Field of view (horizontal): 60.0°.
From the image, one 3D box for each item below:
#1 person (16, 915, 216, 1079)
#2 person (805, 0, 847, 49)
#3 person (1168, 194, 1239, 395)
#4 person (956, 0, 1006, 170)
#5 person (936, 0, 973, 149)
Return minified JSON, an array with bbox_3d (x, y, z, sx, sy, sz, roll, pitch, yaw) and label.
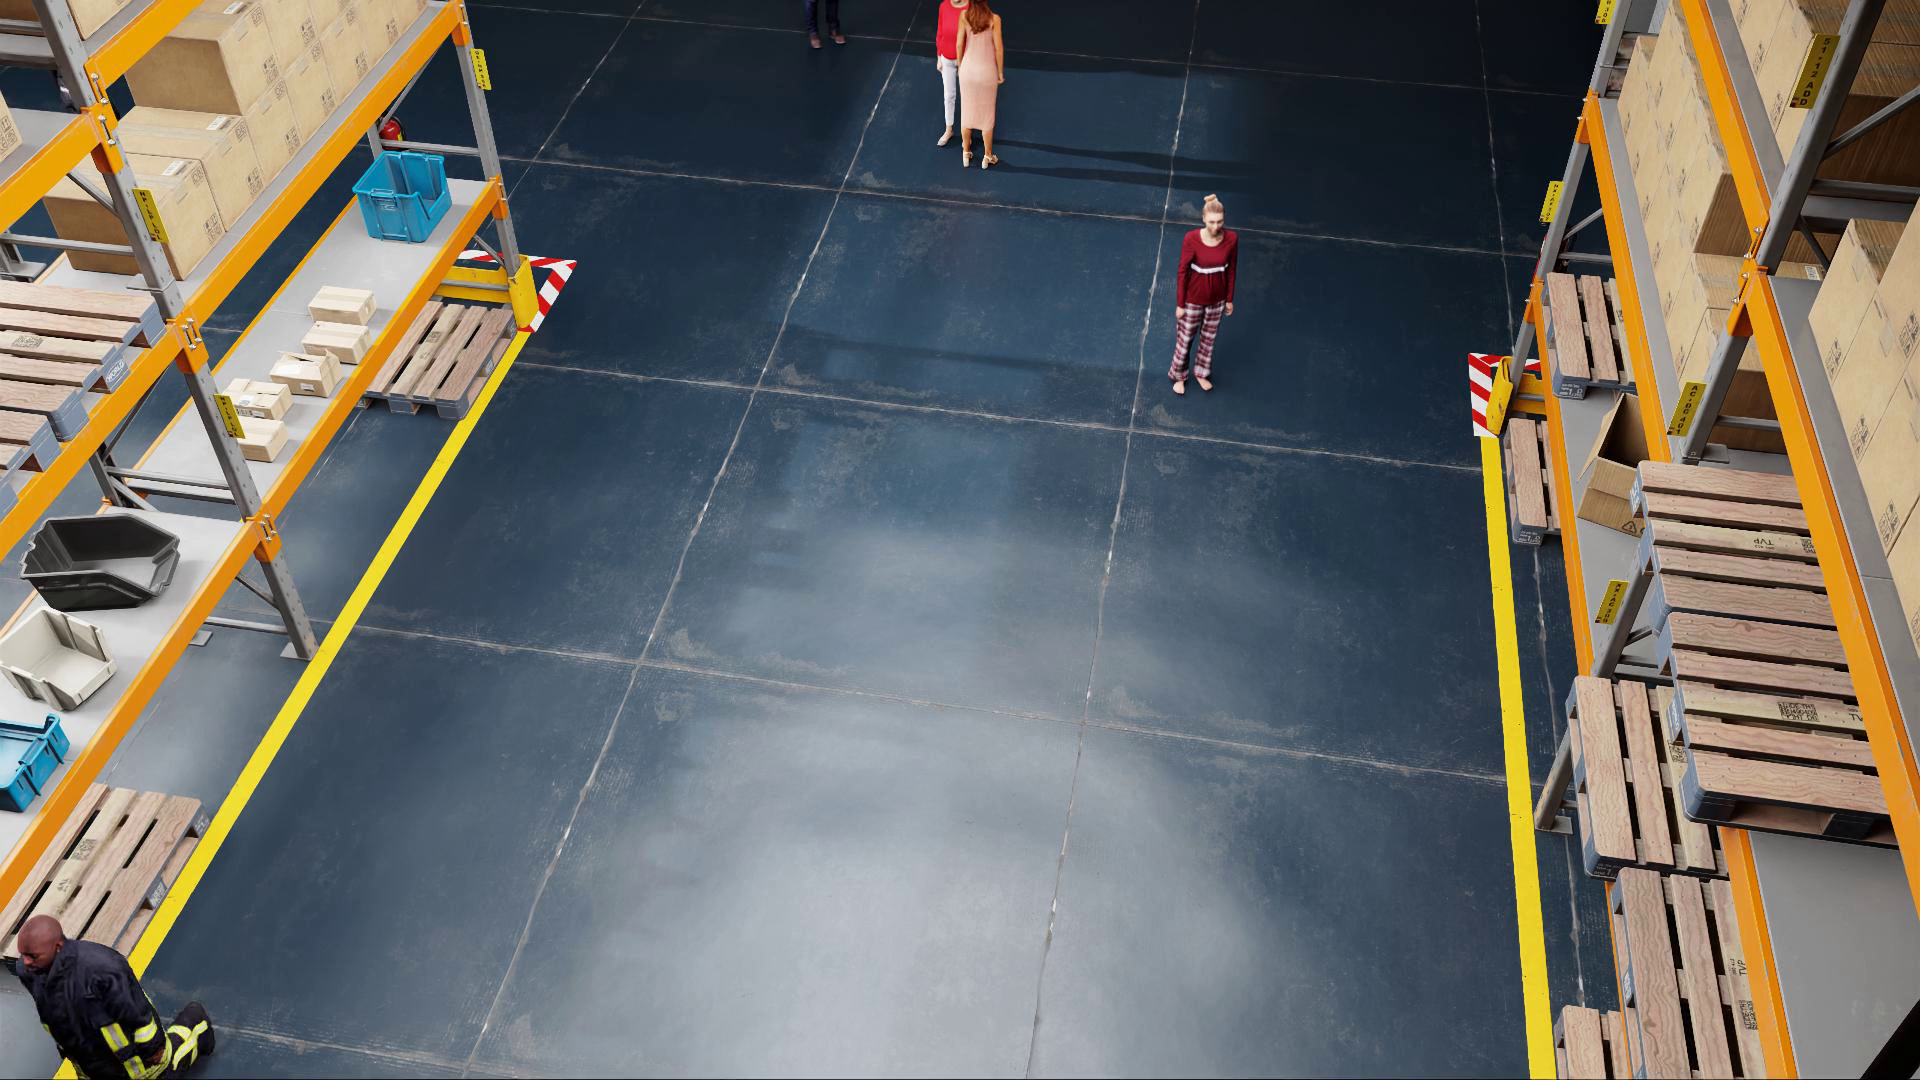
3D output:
[{"bbox_3d":[-4.181,2.358,8.245,0.769,1.804,1.042,5,44,5],"label":"person"},{"bbox_3d":[-1.439,-5.934,16.922,0.860,1.841,0.891,-20,47,-20],"label":"person"},{"bbox_3d":[1.868,-1.867,12.758,0.679,1.696,0.627,-8,44,-8],"label":"person"},{"bbox_3d":[0.167,-4.249,15.160,0.625,1.831,0.561,14,45,14],"label":"person"},{"bbox_3d":[-0.012,-4.461,15.483,0.556,1.693,0.535,9,44,9],"label":"person"}]
